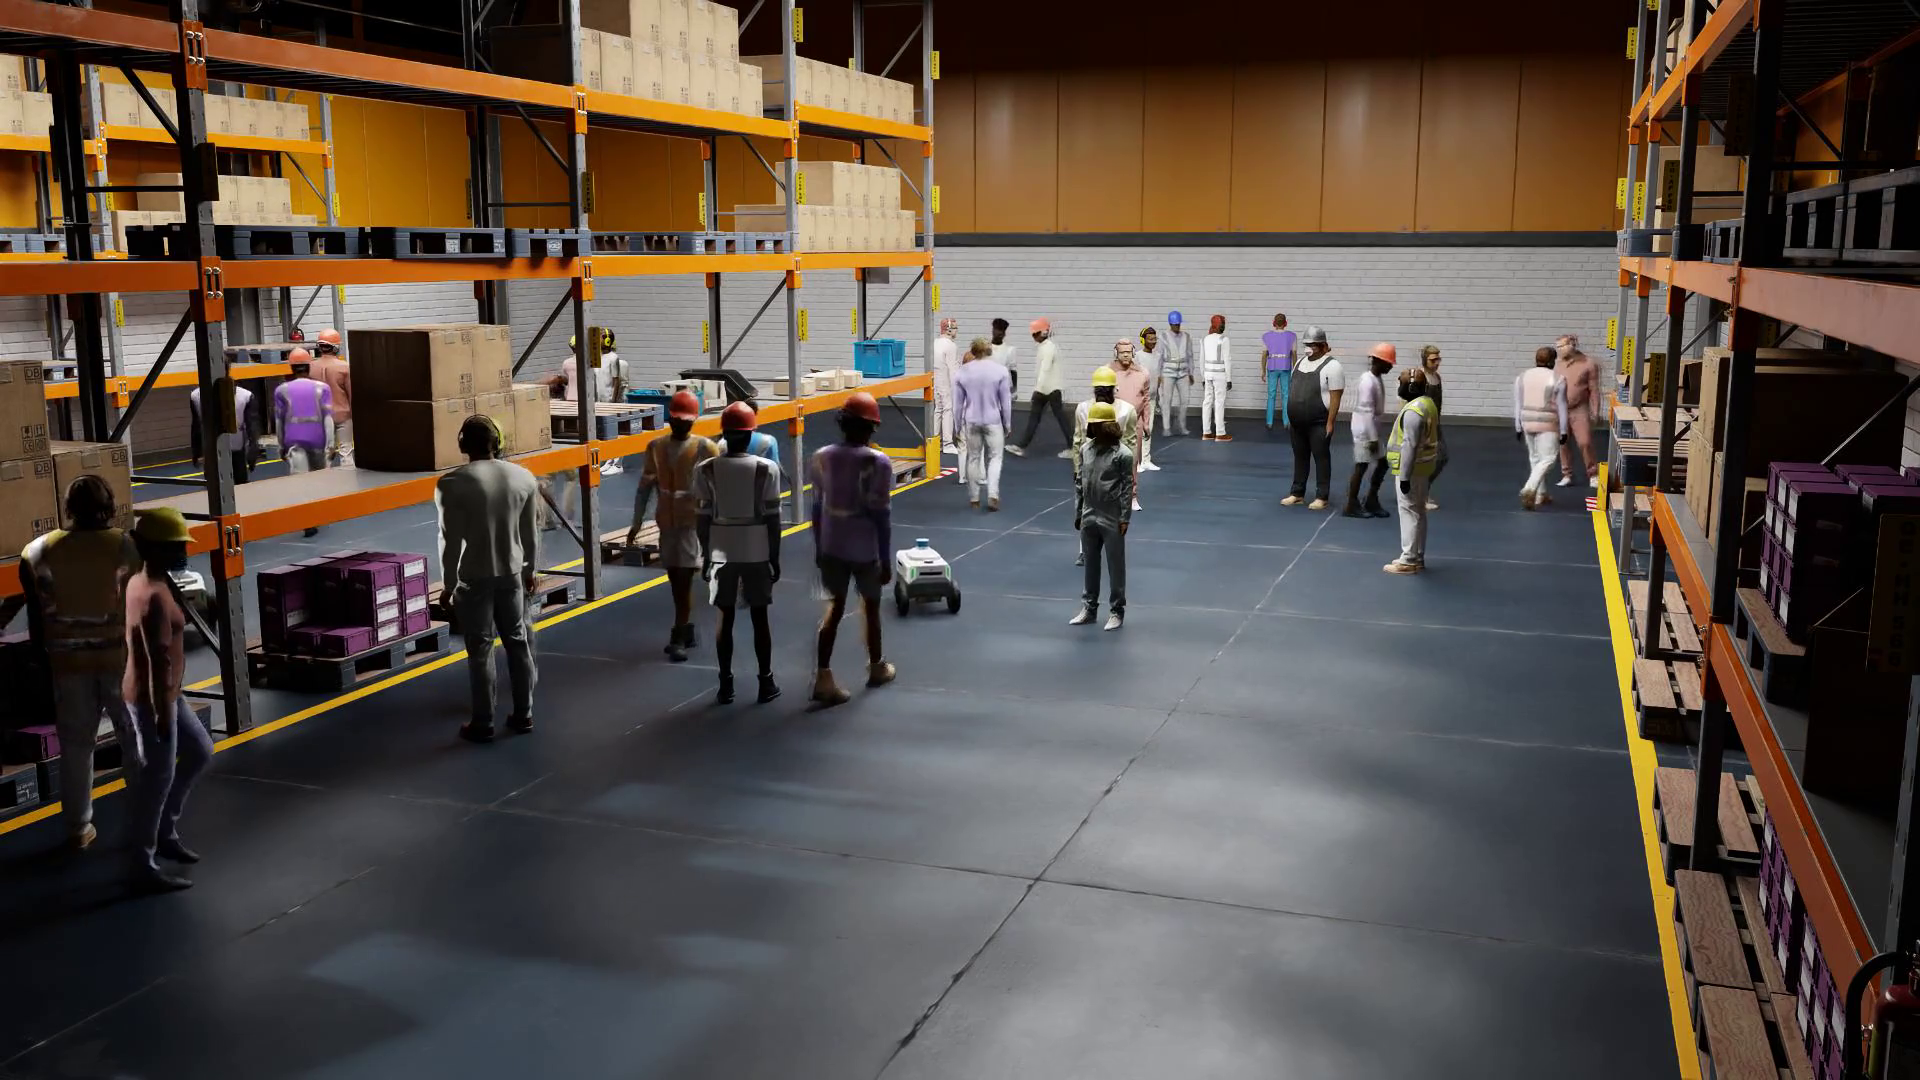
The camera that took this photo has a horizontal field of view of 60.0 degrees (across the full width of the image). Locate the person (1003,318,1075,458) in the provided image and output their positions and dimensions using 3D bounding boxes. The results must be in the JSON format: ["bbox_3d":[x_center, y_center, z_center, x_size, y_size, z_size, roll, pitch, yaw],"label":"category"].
[{"bbox_3d":[1.154,-2.062,22.762,1.069,1.921,0.627,-2,10,-9],"label":"person"}]

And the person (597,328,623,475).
[{"bbox_3d":[-4.505,-1.766,21.244,0.328,1.872,0.512,-6,12,-29],"label":"person"}]

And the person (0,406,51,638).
[{"bbox_3d":[-6.260,-0.038,11.080,0.622,2.022,0.635,3,11,17],"label":"person"}]

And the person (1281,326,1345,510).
[{"bbox_3d":[3.889,-1.362,18.492,0.538,2.000,0.683,-8,13,-37],"label":"person"}]

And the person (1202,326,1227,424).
[{"bbox_3d":[4.162,-2.713,27.228,0.311,1.638,0.521,-9,14,-42],"label":"person"}]

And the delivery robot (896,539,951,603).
[{"bbox_3d":[-0.299,0.235,13.417,0.477,0.478,0.707,-2,10,-11],"label":"delivery robot"}]

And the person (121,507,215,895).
[{"bbox_3d":[-3.654,0.724,7.584,0.470,1.742,0.549,-6,12,-30],"label":"person"}]

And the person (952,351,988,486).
[{"bbox_3d":[0.139,-1.479,20.290,0.513,1.637,0.313,5,11,25],"label":"person"}]

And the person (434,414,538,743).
[{"bbox_3d":[-2.784,0.226,9.837,0.635,1.936,0.352,-9,14,-42],"label":"person"}]

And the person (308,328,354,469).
[{"bbox_3d":[-7.022,-1.370,18.662,0.612,1.995,0.377,0,10,2],"label":"person"}]

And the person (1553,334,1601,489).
[{"bbox_3d":[7.362,-1.552,20.057,0.706,1.866,0.417,8,13,39],"label":"person"}]

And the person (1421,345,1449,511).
[{"bbox_3d":[5.170,-1.233,18.365,0.537,1.831,0.404,-8,13,-39],"label":"person"}]

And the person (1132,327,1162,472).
[{"bbox_3d":[2.423,-1.816,21.527,0.521,1.873,0.336,-8,13,-37],"label":"person"}]

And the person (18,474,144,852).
[{"bbox_3d":[-4.157,0.596,8.064,0.621,1.835,0.430,-2,10,-13],"label":"person"}]

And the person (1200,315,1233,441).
[{"bbox_3d":[3.838,-2.417,24.875,0.353,1.883,0.573,-8,13,-39],"label":"person"}]

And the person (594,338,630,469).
[{"bbox_3d":[-4.585,-1.794,21.746,0.555,1.756,0.323,0,10,1],"label":"person"}]

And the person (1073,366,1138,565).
[{"bbox_3d":[1.312,-0.665,15.148,0.591,1.833,0.404,3,10,16],"label":"person"}]

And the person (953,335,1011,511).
[{"bbox_3d":[0.248,-1.284,18.351,0.650,1.937,0.416,2,10,12],"label":"person"}]

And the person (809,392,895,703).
[{"bbox_3d":[-0.712,0.052,10.735,0.651,2.001,0.957,5,11,25],"label":"person"}]

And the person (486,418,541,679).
[{"bbox_3d":[-2.935,0.133,10.593,0.591,1.866,0.956,0,10,-2],"label":"person"}]

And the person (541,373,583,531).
[{"bbox_3d":[-4.111,-0.898,17.068,0.524,1.622,0.523,7,12,35],"label":"person"}]

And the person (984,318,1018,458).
[{"bbox_3d":[0.483,-2.092,22.925,0.646,1.930,0.592,-1,10,-7],"label":"person"}]

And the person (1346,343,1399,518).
[{"bbox_3d":[4.389,-1.144,17.676,0.604,1.890,0.575,6,12,30],"label":"person"}]

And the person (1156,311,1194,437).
[{"bbox_3d":[3.281,-2.531,25.385,0.630,1.930,0.445,-3,10,-14],"label":"person"}]

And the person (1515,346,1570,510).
[{"bbox_3d":[6.451,-1.249,18.494,0.833,1.818,0.643,-8,13,-37],"label":"person"}]

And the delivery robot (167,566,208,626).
[{"bbox_3d":[-5.839,0.407,12.447,0.477,0.478,0.707,-5,11,-26],"label":"delivery robot"}]

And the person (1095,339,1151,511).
[{"bbox_3d":[1.793,-1.255,18.270,0.652,1.906,0.402,-2,10,-10],"label":"person"}]

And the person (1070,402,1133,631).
[{"bbox_3d":[1.077,-0.183,12.688,0.493,1.743,0.297,8,13,37],"label":"person"}]

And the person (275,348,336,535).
[{"bbox_3d":[-6.692,-1.016,17.014,0.554,1.869,1.044,-4,11,-20],"label":"person"}]

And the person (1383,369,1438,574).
[{"bbox_3d":[4.024,-0.609,14.852,0.428,1.837,0.625,5,11,28],"label":"person"}]

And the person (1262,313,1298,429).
[{"bbox_3d":[5.082,-2.684,26.499,0.566,1.841,0.390,2,10,10],"label":"person"}]

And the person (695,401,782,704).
[{"bbox_3d":[-1.408,0.084,10.637,0.547,1.938,0.379,0,10,0],"label":"person"}]

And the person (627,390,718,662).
[{"bbox_3d":[-2.026,-0.106,11.811,0.625,1.912,0.517,3,11,17],"label":"person"}]

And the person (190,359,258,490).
[{"bbox_3d":[-7.130,-0.842,16.111,0.640,1.850,1.006,-2,10,-13],"label":"person"}]

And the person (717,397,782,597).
[{"bbox_3d":[-1.762,-0.342,13.761,0.537,1.675,0.694,2,10,12],"label":"person"}]

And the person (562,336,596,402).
[{"bbox_3d":[-4.966,-1.808,21.780,0.522,1.769,0.311,6,12,30],"label":"person"}]

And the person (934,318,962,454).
[{"bbox_3d":[-0.163,-2.159,23.358,0.403,1.906,0.651,-5,11,-26],"label":"person"}]
